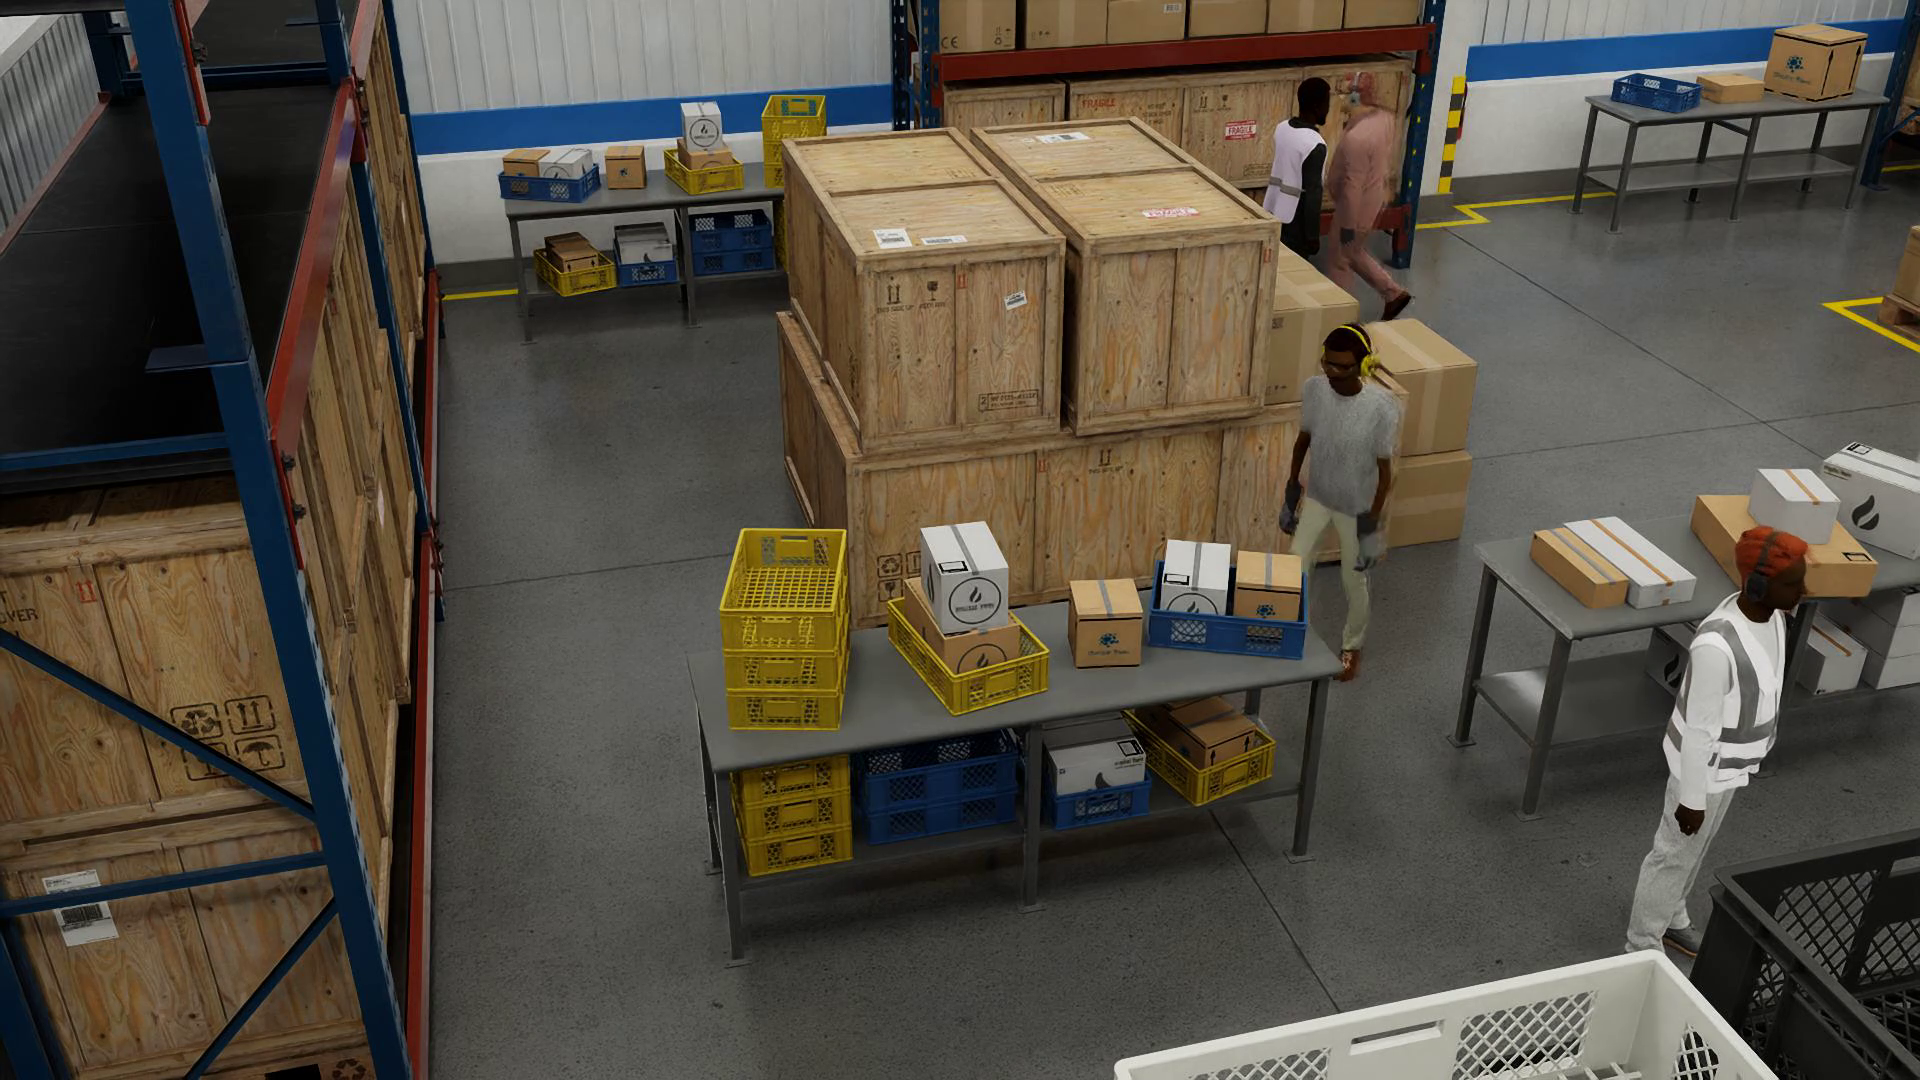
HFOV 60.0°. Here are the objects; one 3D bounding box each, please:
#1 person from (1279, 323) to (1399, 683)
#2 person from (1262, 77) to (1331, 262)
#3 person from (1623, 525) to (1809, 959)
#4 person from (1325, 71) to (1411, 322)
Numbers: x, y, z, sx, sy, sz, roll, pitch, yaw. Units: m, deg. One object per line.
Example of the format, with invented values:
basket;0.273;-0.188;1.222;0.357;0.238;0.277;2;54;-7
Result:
person;1.720;-0.145;7.780;0.570;1.830;0.669;23;36;36
person;2.280;-2.199;11.395;0.383;1.910;0.585;-8;30;-14
person;2.712;0.805;5.968;0.355;1.884;0.575;22;36;35
person;2.835;-2.331;11.666;0.651;1.882;0.652;13;32;23
